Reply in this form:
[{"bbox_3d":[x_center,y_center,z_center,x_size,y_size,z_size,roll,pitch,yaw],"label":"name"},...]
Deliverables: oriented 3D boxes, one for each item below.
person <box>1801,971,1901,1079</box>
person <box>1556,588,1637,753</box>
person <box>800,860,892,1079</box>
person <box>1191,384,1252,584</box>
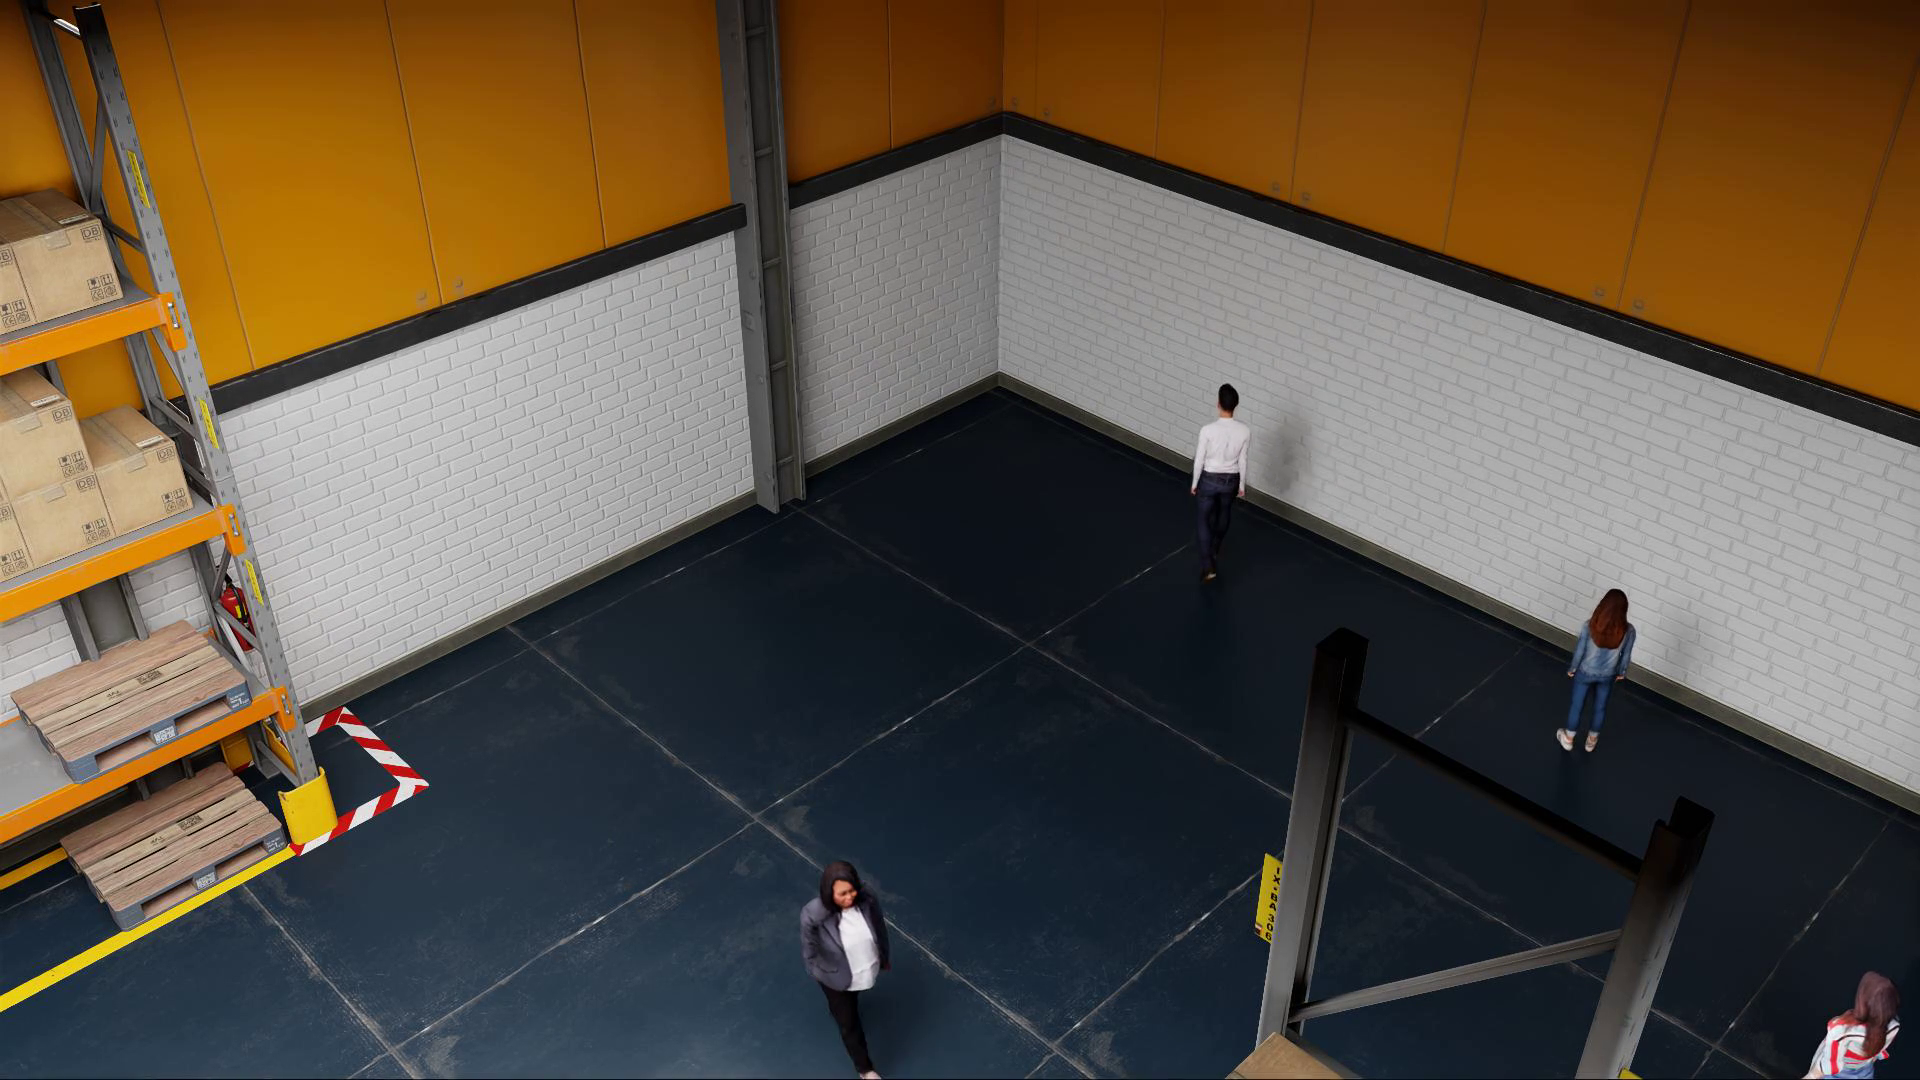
[{"bbox_3d":[5.013,3.054,9.435,0.618,1.613,0.725,-7,34,-11],"label":"person"},{"bbox_3d":[4.847,0.994,12.658,0.646,1.477,0.675,5,34,8],"label":"person"},{"bbox_3d":[-0.719,2.556,10.237,0.989,1.555,0.800,-24,40,-31],"label":"person"},{"bbox_3d":[2.265,-0.470,14.519,1.107,1.853,1.149,-1,34,-2],"label":"person"}]
